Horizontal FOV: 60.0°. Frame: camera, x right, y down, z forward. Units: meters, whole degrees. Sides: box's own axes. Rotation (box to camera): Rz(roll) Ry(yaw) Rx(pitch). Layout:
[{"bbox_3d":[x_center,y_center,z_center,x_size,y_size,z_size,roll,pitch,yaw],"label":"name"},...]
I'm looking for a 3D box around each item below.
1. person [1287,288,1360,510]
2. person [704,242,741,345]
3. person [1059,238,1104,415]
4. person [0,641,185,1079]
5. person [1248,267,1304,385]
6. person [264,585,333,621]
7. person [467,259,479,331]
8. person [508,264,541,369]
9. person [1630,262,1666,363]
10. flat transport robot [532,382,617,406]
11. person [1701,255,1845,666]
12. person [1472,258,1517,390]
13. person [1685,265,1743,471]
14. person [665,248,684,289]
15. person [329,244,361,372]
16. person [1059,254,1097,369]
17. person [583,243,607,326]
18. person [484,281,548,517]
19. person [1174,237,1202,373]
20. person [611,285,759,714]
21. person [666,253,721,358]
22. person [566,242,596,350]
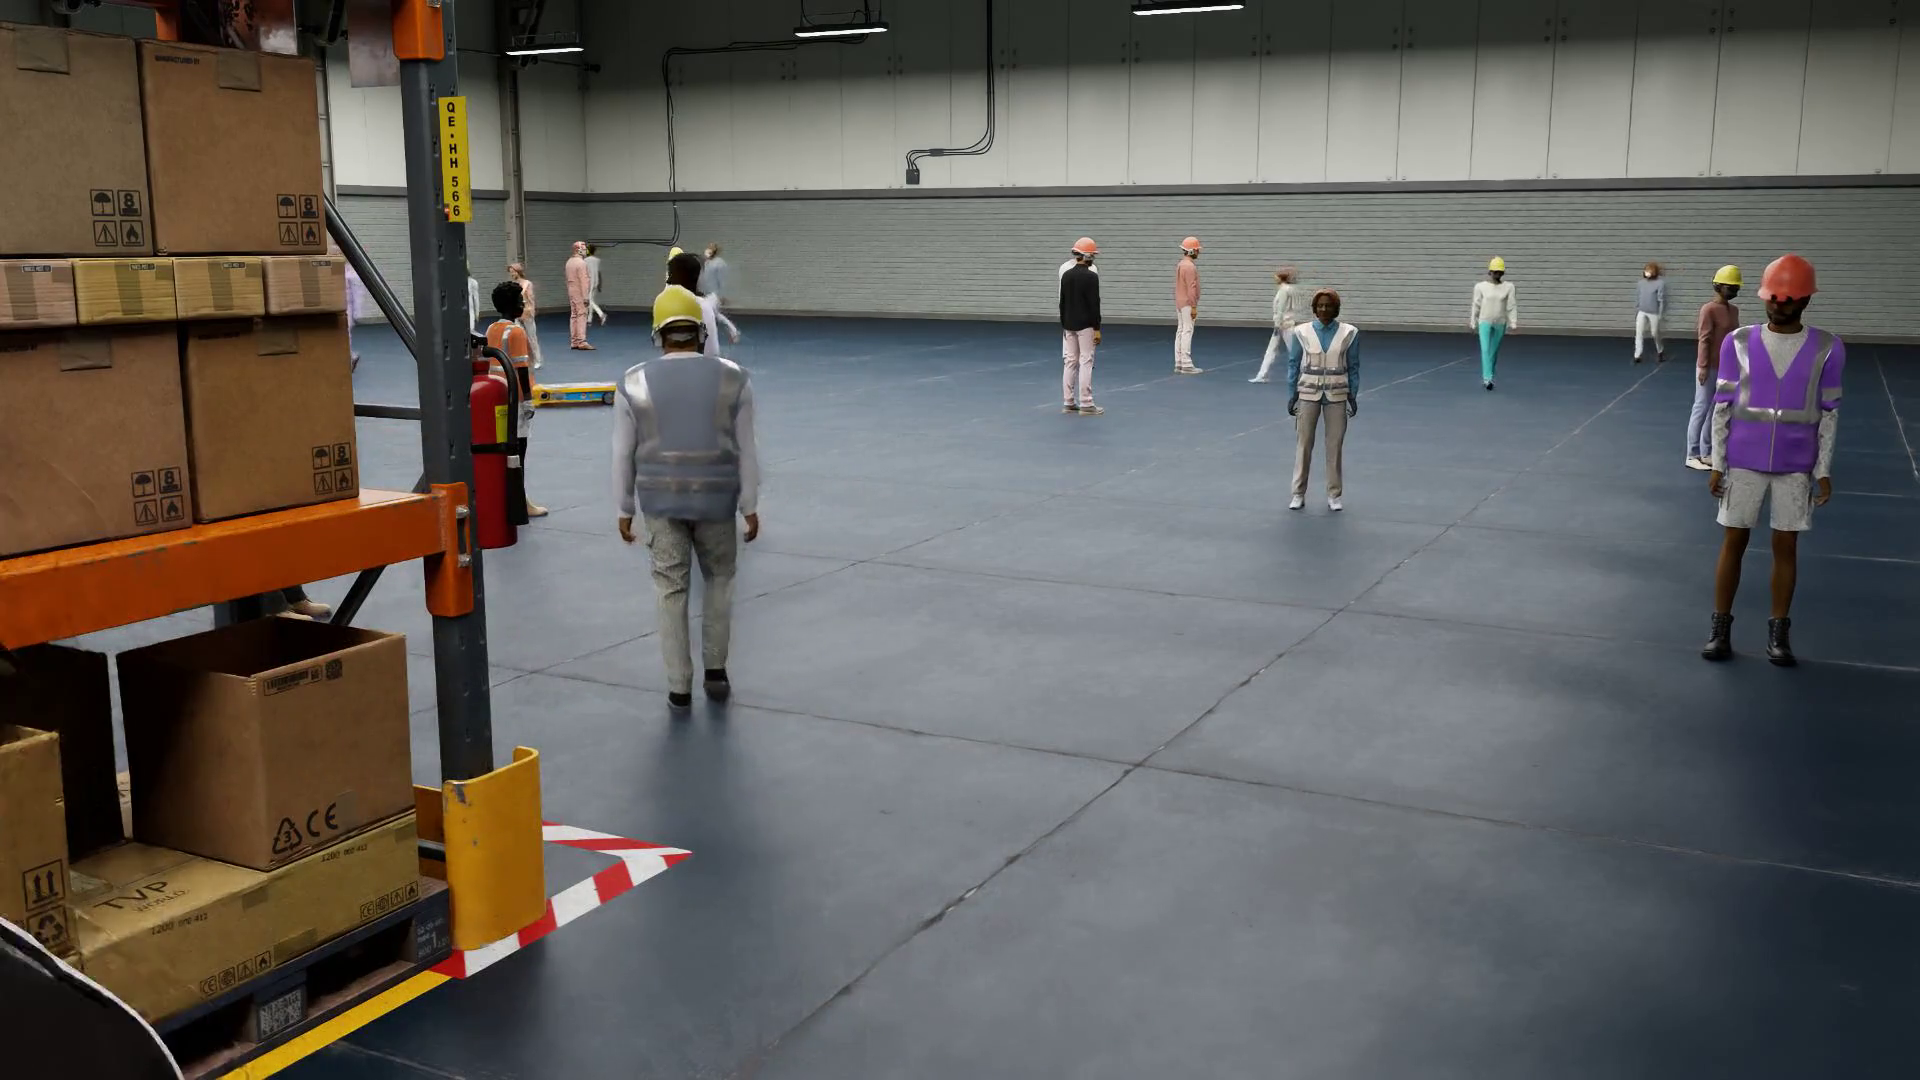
[{"bbox_3d":[2.675,-1.031,12.265,0.523,1.638,0.311,2,11,11],"label":"person"},{"bbox_3d":[-4.426,-4.484,30.382,0.890,1.910,0.638,-7,12,-33],"label":"person"},{"bbox_3d":[1.388,-2.414,18.835,0.389,1.990,0.625,-7,13,-35],"label":"person"},{"bbox_3d":[-0.617,0.869,1.121,0.543,1.925,0.511,8,13,38],"label":"person"},{"bbox_3d":[4.417,-2.898,22.583,0.875,1.593,0.530,1,10,5],"label":"person"},{"bbox_3d":[-3.514,-0.465,8.614,0.345,1.847,0.506,0,10,1],"label":"person"},{"bbox_3d":[-7.414,-3.362,24.821,0.480,1.701,0.836,-2,11,-13],"label":"person"},{"bbox_3d":[-6.578,-3.327,24.906,0.544,1.592,0.860,4,11,19],"label":"person"},{"bbox_3d":[10.993,-3.617,26.454,0.756,1.603,0.507,-9,13,-39],"label":"person"},{"bbox_3d":[-4.606,-1.764,19.991,1.431,0.197,0.652,-5,11,-24],"label":"flat transport robot"},{"bbox_3d":[3.826,-0.366,7.843,0.542,1.930,0.374,5,11,24],"label":"person"},{"bbox_3d":[7.027,-2.831,21.856,0.549,1.710,0.925,1,10,7],"label":"person"},{"bbox_3d":[6.566,-1.485,14.397,0.532,1.765,0.328,-8,13,-36],"label":"person"},{"bbox_3d":[-4.543,-3.807,26.905,0.588,1.822,0.403,6,12,31],"label":"person"},{"bbox_3d":[-8.778,-3.239,23.600,0.662,1.891,0.611,4,11,20],"label":"person"},{"bbox_3d":[1.811,-3.537,25.214,0.638,1.903,0.408,-4,11,-23],"label":"person"},{"bbox_3d":[-8.222,-5.708,37.224,0.771,1.846,0.531,7,12,32],"label":"person"},{"bbox_3d":[-3.224,-1.010,11.987,0.320,1.698,0.531,-9,14,-40],"label":"person"},{"bbox_3d":[3.361,-3.451,24.484,0.378,1.996,0.611,-2,11,-10],"label":"person"},{"bbox_3d":[-1.178,-0.179,7.139,0.617,1.809,0.556,-2,11,-10],"label":"person"},{"bbox_3d":[-1.838,-1.008,11.411,0.458,1.901,0.627,-1,10,-5],"label":"person"},{"bbox_3d":[-6.706,-4.314,29.433,0.400,1.907,0.645,-7,13,-35],"label":"person"}]
